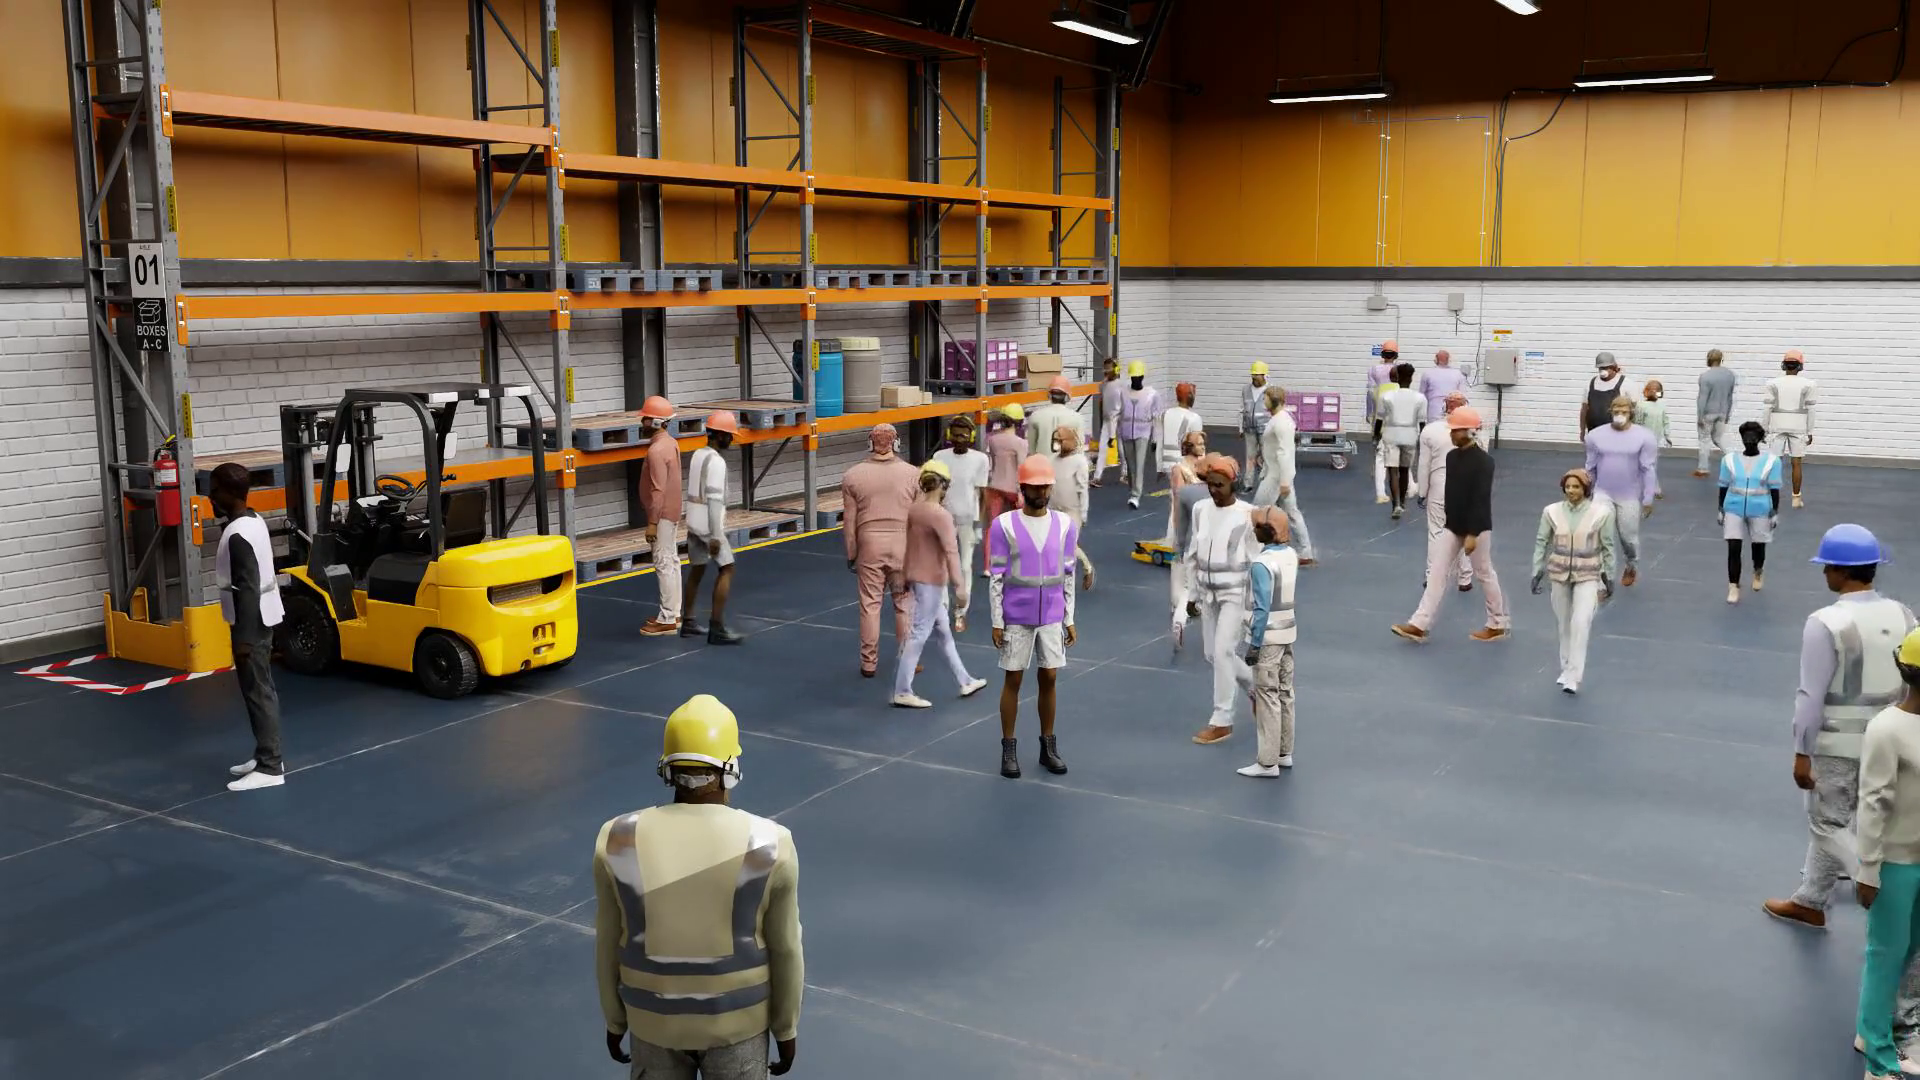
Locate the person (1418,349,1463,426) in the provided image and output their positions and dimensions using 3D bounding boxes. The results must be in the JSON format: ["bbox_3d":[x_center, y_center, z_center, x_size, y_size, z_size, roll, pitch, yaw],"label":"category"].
[{"bbox_3d":[7.262,-1.947,25.180,0.652,1.873,0.934,0,9,-3],"label":"person"}]

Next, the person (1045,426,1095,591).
[{"bbox_3d":[1.007,-0.255,15.370,0.518,1.618,0.450,9,12,43],"label":"person"}]

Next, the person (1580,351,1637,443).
[{"bbox_3d":[8.372,-1.461,21.592,0.700,2.000,0.543,8,12,41],"label":"person"}]

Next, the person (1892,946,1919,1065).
[{"bbox_3d":[3.749,1.136,6.338,0.306,1.736,0.484,7,11,36],"label":"person"}]

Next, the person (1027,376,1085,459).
[{"bbox_3d":[0.997,-0.732,17.397,0.616,1.938,1.019,1,9,6],"label":"person"}]

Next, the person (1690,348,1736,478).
[{"bbox_3d":[11.060,-1.837,24.299,0.637,1.925,0.662,-3,10,-17],"label":"person"}]

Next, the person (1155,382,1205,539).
[{"bbox_3d":[2.382,-0.751,17.700,0.567,1.860,0.594,-6,11,-33],"label":"person"}]

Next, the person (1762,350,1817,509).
[{"bbox_3d":[10.631,-1.418,21.351,0.605,2.033,0.401,5,11,31],"label":"person"}]

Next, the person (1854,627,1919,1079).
[{"bbox_3d":[3.514,1.178,6.101,0.539,1.760,0.514,-5,10,-29],"label":"person"}]

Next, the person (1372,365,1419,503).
[{"bbox_3d":[5.789,-1.408,22.016,0.654,1.794,0.927,8,12,39],"label":"person"}]

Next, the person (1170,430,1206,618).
[{"bbox_3d":[2.029,-0.147,14.633,0.307,1.645,0.512,7,12,38],"label":"person"}]

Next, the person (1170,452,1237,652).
[{"bbox_3d":[1.904,0.114,13.112,0.520,1.607,0.689,5,10,27],"label":"person"}]

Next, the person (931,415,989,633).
[{"bbox_3d":[-0.022,-0.125,13.876,0.530,1.842,0.539,1,9,8],"label":"person"}]

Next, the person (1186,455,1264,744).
[{"bbox_3d":[1.795,0.360,10.818,0.751,1.861,0.627,-7,12,-39],"label":"person"}]

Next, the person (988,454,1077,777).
[{"bbox_3d":[0.445,0.452,9.967,0.545,1.942,0.354,-2,9,-14],"label":"person"}]

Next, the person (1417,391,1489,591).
[{"bbox_3d":[4.662,-0.461,15.769,0.651,1.907,0.409,2,9,10],"label":"person"}]

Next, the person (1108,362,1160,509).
[{"bbox_3d":[2.236,-1.341,21.361,0.609,1.876,1.005,3,10,18],"label":"person"}]

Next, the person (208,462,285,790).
[{"bbox_3d":[-4.159,0.498,9.754,0.371,1.916,0.597,-3,10,-19],"label":"person"}]

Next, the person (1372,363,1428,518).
[{"bbox_3d":[5.469,-1.241,20.633,0.610,1.916,1.023,0,9,3],"label":"person"}]

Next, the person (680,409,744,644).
[{"bbox_3d":[-2.030,-0.117,13.639,0.489,1.908,0.568,-5,11,-31],"label":"person"}]

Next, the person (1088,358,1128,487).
[{"bbox_3d":[2.151,-1.652,23.486,0.541,1.821,0.969,6,11,32],"label":"person"}]

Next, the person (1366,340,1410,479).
[{"bbox_3d":[6.255,-1.904,24.350,0.615,2.042,0.375,2,9,11],"label":"person"}]

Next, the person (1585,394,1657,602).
[{"bbox_3d":[6.146,-0.413,15.487,0.636,1.912,0.850,6,11,32],"label":"person"}]

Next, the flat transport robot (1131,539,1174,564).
[{"bbox_3d":[2.475,0.156,17.008,0.652,0.197,1.431,-7,11,-37],"label":"flat transport robot"}]

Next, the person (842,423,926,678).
[{"bbox_3d":[-0.547,0.083,12.390,0.641,1.905,0.410,0,9,3],"label":"person"}]

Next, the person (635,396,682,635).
[{"bbox_3d":[-2.502,-0.206,13.897,0.375,1.997,0.611,0,9,1],"label":"person"}]

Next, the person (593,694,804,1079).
[{"bbox_3d":[-0.739,1.347,4.762,0.592,1.825,0.403,0,9,-1],"label":"person"}]

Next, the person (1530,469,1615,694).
[{"bbox_3d":[4.372,0.301,11.942,0.552,1.603,0.788,7,11,35],"label":"person"}]

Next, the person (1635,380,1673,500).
[{"bbox_3d":[9.278,-1.370,22.421,0.500,1.594,0.857,-4,10,-25],"label":"person"}]

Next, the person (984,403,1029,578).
[{"bbox_3d":[0.534,-0.501,16.597,0.537,1.724,0.888,8,12,40],"label":"person"}]

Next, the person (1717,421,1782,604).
[{"bbox_3d":[7.236,-0.267,15.265,0.542,1.682,0.565,6,11,31],"label":"person"}]

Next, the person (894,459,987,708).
[{"bbox_3d":[-0.124,0.305,11.572,0.798,1.704,0.655,-4,10,-25],"label":"person"}]

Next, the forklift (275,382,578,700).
[{"bbox_3d":[-3.974,-0.067,12.417,2.313,2.155,1.214,5,11,30],"label":"forklift"}]

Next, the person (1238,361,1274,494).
[{"bbox_3d":[4.043,-1.508,22.540,0.600,1.830,0.403,6,11,33],"label":"person"}]

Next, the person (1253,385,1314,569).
[{"bbox_3d":[3.148,-0.633,16.913,1.028,1.881,0.655,2,9,13],"label":"person"}]

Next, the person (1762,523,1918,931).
[{"bbox_3d":[3.964,0.890,7.314,0.624,1.920,0.840,-4,10,-23],"label":"person"}]

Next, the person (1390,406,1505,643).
[{"bbox_3d":[4.040,-0.106,13.452,1.012,1.937,0.644,-3,10,-18],"label":"person"}]

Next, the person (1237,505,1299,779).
[{"bbox_3d":[1.857,0.606,9.951,0.308,1.636,0.524,6,11,33],"label":"person"}]
